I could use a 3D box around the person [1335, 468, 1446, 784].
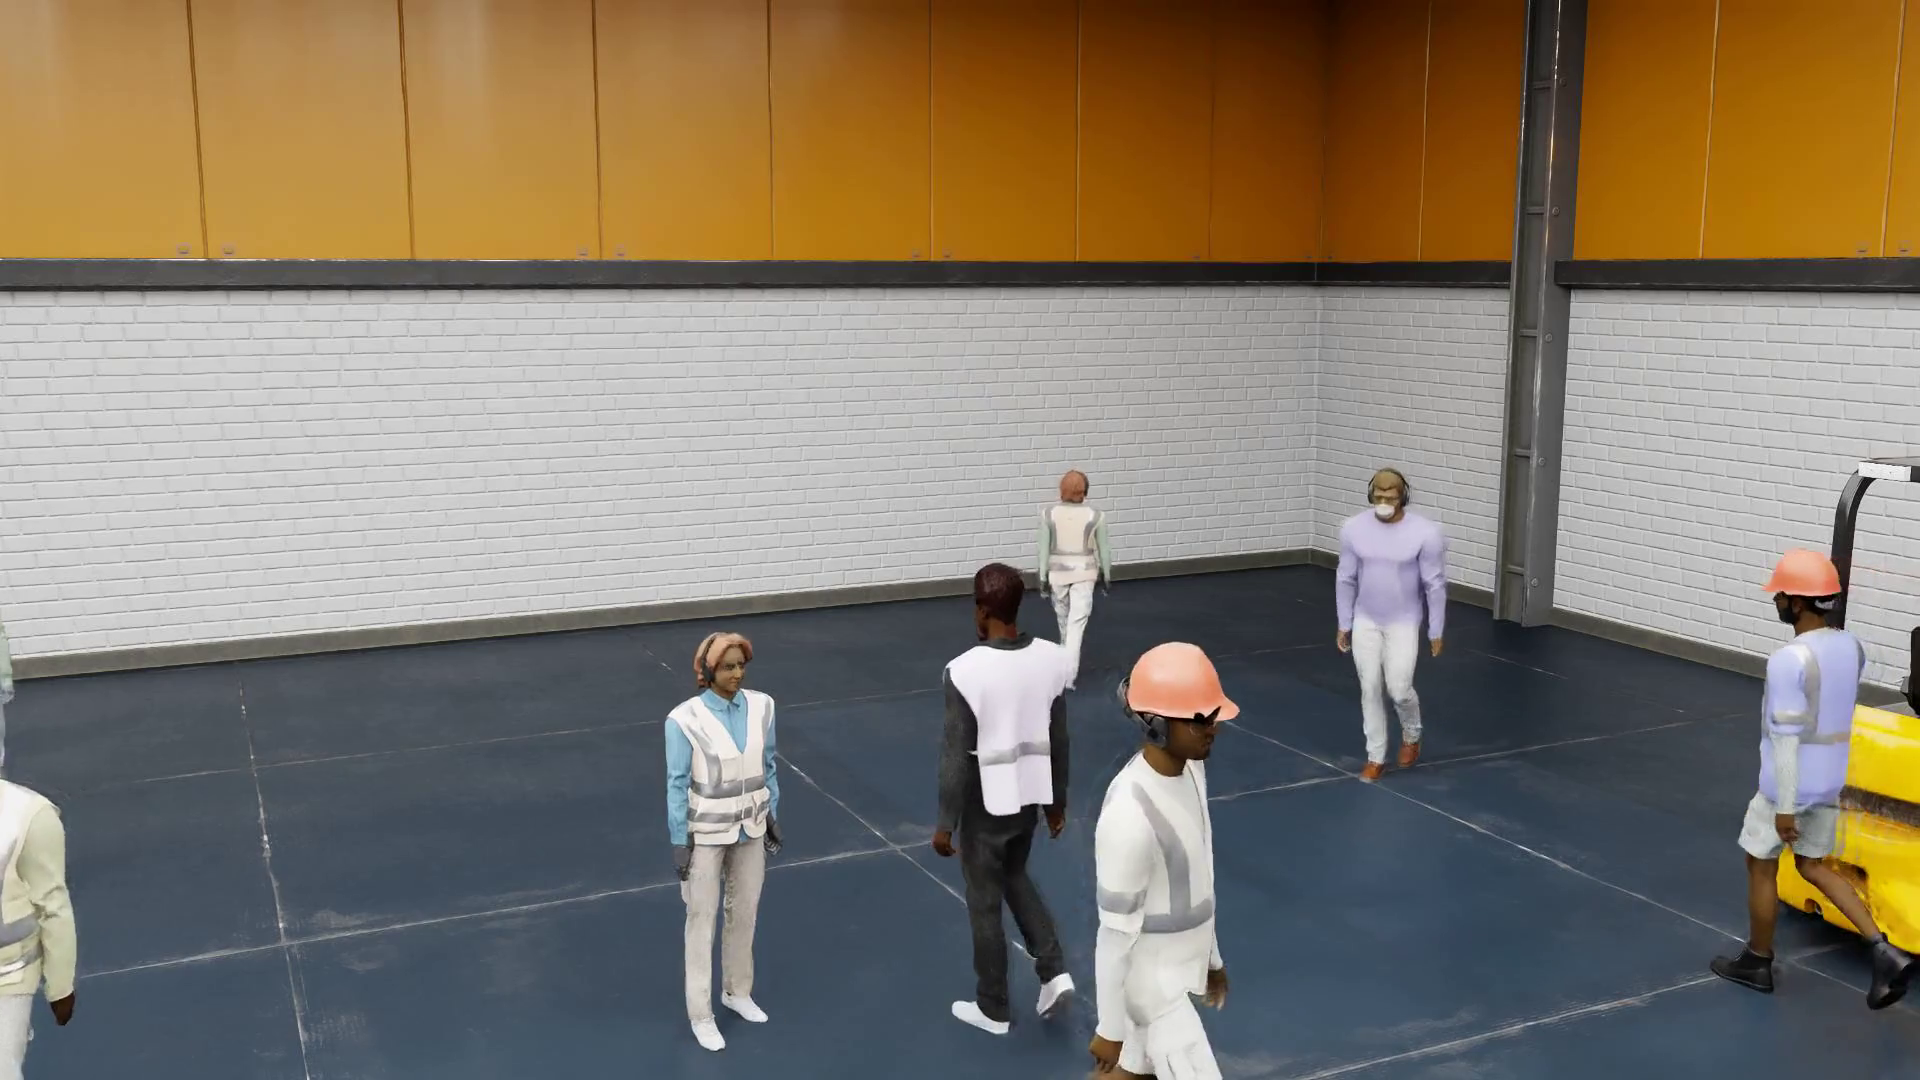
[{"bbox_3d":[2.551,0.502,9.881,0.634,1.912,0.514,6,11,33],"label":"person"}]

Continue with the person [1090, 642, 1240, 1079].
[{"bbox_3d":[0.501,1.258,4.906,0.972,2.004,0.606,3,10,18],"label":"person"}]

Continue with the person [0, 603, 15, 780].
[{"bbox_3d":[-5.397,0.773,9.033,0.497,1.633,0.289,0,9,-2],"label":"person"}]

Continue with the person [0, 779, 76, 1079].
[{"bbox_3d":[-3.021,1.355,4.931,0.596,1.797,0.865,0,9,1],"label":"person"}]

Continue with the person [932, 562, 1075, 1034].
[{"bbox_3d":[0.163,1.036,6.576,0.593,1.906,0.450,-8,12,-42],"label":"person"}]

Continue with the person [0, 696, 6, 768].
[{"bbox_3d":[-4.863,0.972,7.898,0.808,1.588,0.493,7,11,36],"label":"person"}]

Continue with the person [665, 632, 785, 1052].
[{"bbox_3d":[-0.936,1.176,6.598,0.525,1.649,0.406,-8,12,-43],"label":"person"}]

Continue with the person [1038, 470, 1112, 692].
[{"bbox_3d":[0.837,0.291,12.178,0.526,1.594,0.886,2,9,15],"label":"person"}]

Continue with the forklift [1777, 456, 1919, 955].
[{"bbox_3d":[4.857,0.731,7.561,2.313,2.155,1.214,-4,10,-25],"label":"forklift"}]

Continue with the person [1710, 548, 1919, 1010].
[{"bbox_3d":[3.505,0.994,6.787,0.545,1.919,0.744,-5,10,-28],"label":"person"}]
